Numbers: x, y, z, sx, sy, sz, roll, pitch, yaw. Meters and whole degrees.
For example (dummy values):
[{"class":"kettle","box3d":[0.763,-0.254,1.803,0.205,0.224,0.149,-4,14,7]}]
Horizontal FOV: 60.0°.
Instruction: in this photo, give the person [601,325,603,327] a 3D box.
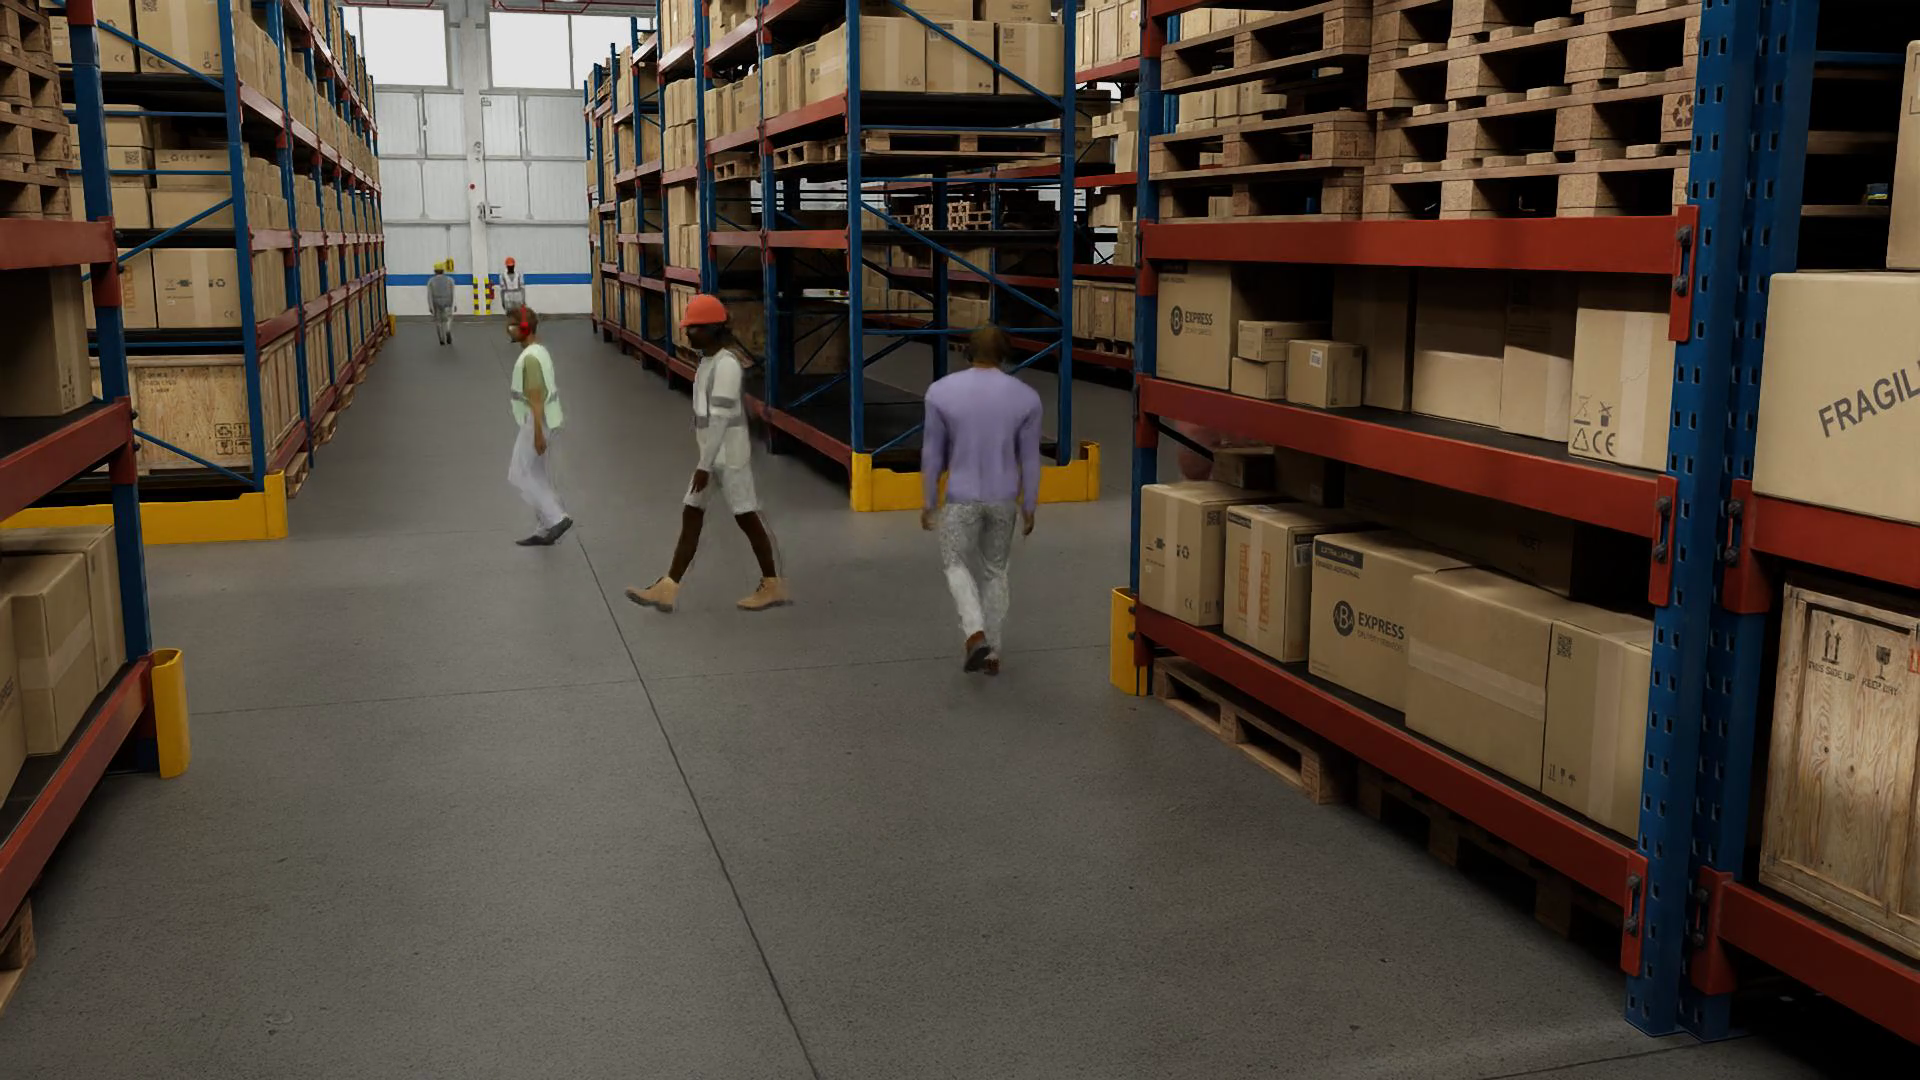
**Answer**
[{"class":"person","box3d":[-8.473,-6.168,41.731,1.033,1.848,0.655,-3,11,-17]}]

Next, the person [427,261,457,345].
[{"class":"person","box3d":[-11.237,-5.123,36.057,0.620,1.818,0.424,-4,11,-20]}]

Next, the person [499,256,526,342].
[{"class":"person","box3d":[-10.071,-5.418,37.411,0.544,1.918,0.774,-4,11,-21]}]

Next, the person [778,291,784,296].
[{"class":"person","box3d":[-4.647,-6.578,43.758,0.505,1.923,0.561,-6,12,-30]}]

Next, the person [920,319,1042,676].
[{"class":"person","box3d":[0.118,-0.199,8.816,0.671,1.917,0.552,-2,10,-9]}]

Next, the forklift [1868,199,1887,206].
[{"class":"forklift","box3d":[11.338,-2.915,21.052,1.129,2.768,1.873,-3,11,-17]}]

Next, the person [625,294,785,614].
[{"class":"person","box3d":[-1.566,-0.511,10.293,1.031,1.985,0.628,-5,12,-27]}]

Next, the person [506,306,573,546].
[{"class":"person","box3d":[-3.223,-0.843,12.565,0.439,1.833,0.559,-2,10,-10]}]

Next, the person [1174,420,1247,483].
[{"class":"person","box3d":[1.552,-0.361,9.859,0.948,1.866,0.653,-4,11,-23]}]
